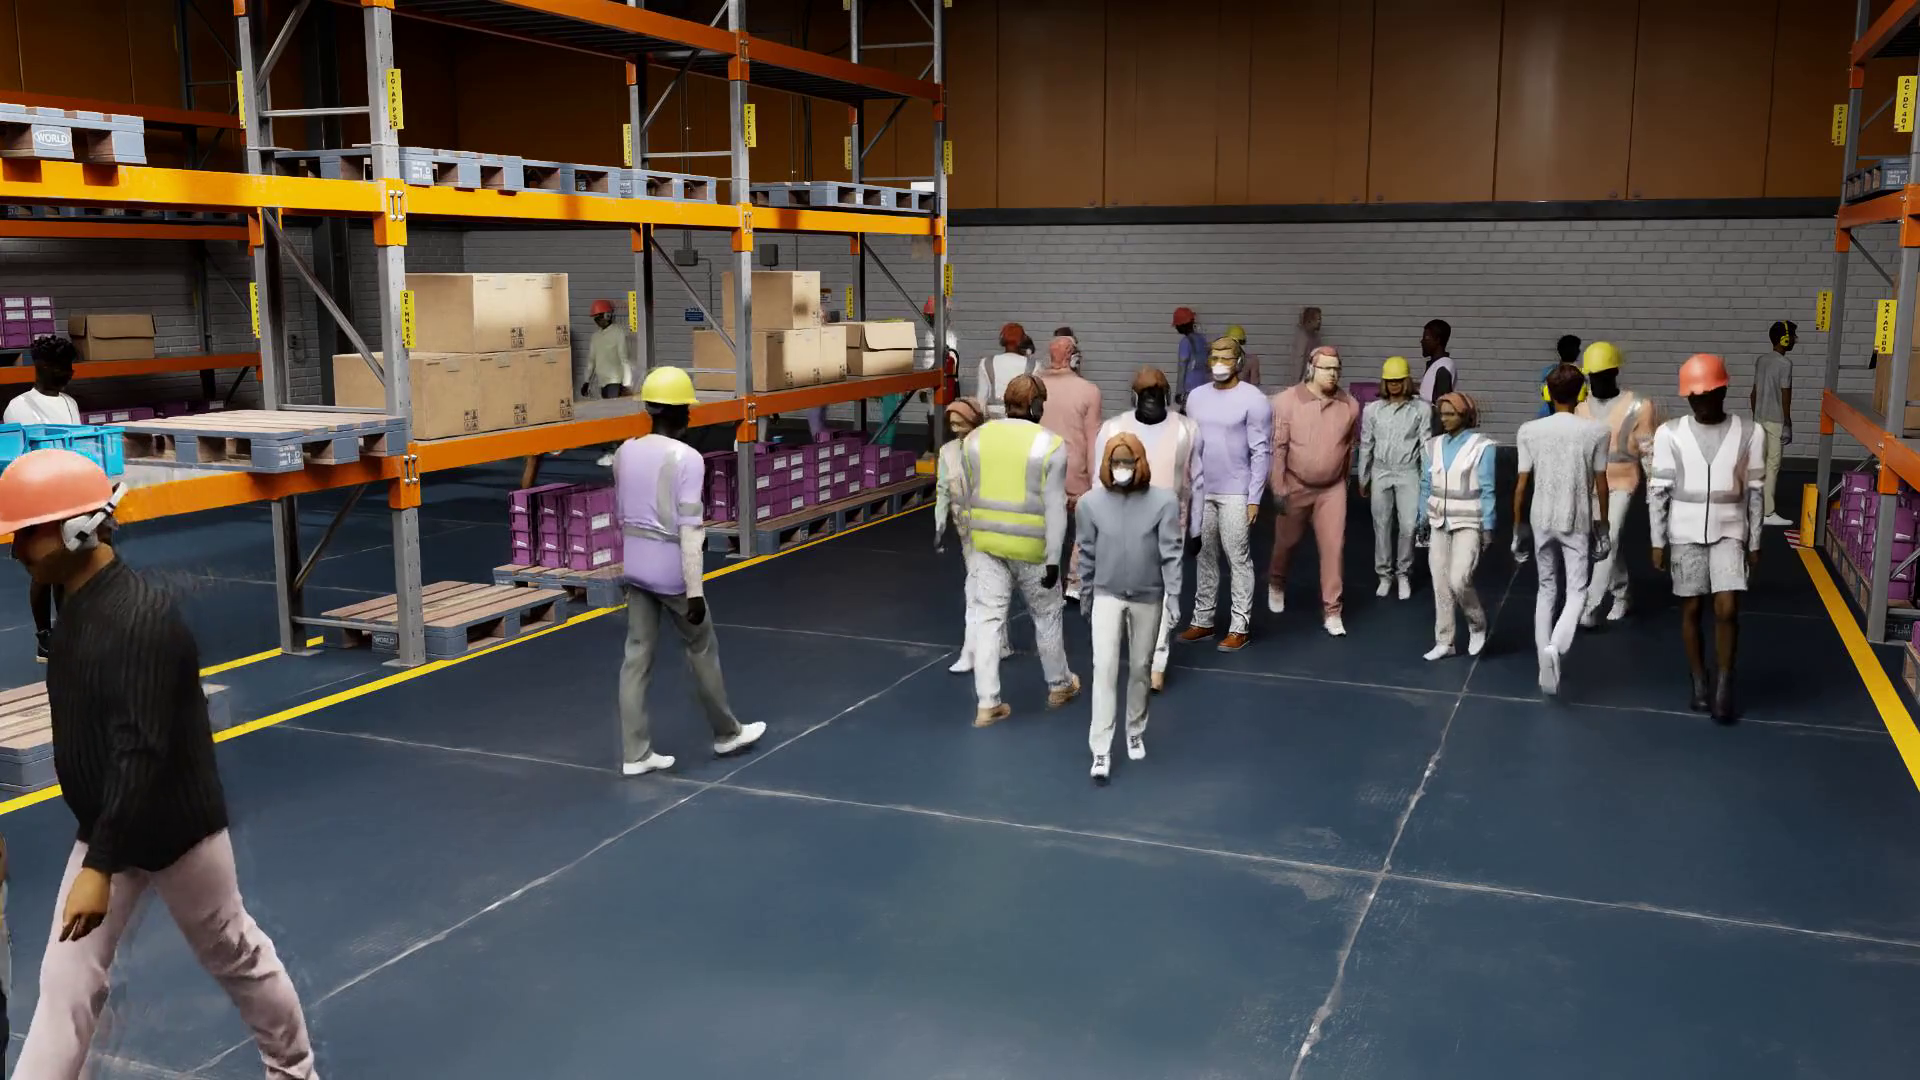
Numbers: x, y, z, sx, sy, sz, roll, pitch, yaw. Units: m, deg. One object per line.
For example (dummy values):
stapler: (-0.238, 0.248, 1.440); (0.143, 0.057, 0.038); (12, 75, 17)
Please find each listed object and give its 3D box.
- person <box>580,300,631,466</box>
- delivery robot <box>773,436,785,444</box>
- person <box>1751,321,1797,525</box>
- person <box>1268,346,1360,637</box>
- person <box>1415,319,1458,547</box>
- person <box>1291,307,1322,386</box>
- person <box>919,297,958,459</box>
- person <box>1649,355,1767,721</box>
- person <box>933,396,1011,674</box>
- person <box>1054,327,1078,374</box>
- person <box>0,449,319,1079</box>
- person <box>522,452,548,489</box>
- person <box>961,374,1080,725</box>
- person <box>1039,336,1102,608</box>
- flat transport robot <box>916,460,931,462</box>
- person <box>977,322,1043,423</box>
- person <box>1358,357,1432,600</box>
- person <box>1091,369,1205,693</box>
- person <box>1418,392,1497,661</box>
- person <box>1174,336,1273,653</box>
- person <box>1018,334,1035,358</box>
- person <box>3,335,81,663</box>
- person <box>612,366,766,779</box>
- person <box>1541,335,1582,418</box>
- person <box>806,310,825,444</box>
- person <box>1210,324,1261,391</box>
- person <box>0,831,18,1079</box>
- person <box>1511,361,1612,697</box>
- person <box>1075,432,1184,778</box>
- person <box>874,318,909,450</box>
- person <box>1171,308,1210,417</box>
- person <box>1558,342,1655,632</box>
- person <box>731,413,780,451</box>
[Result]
person: (-4.204, -1.851, 19.679); (0.710, 1.962, 0.613); (-8, 13, -42)
delivery robot: (-1.929, -0.856, 17.639); (0.707, 0.478, 0.477); (-9, 13, -43)
person: (7.454, -1.072, 15.258); (0.310, 1.868, 0.532); (-1, 9, -8)
person: (2.307, -0.361, 10.990); (0.632, 1.861, 0.993); (0, 9, -3)
person: (4.031, -0.896, 14.039); (0.391, 1.920, 0.587); (2, 10, 11)
person: (4.182, -1.937, 20.489); (0.806, 1.874, 0.648); (2, 10, 14)
person: (-0.175, -1.803, 19.301); (0.908, 2.017, 0.619); (4, 10, 23)
person: (3.880, -0.005, 8.669); (0.561, 1.905, 0.702); (4, 10, 25)
person: (0.062, -0.031, 9.705); (0.691, 1.602, 0.528); (-9, 13, -44)
person: (1.335, -1.843, 20.715); (0.429, 1.603, 0.523); (-4, 10, -21)
person: (-2.118, 0.735, 4.126); (0.631, 1.910, 1.101); (7, 11, 35)
person: (-3.954, -1.139, 15.500); (0.557, 1.916, 0.500); (8, 12, 40)
person: (0.345, 0.033, 8.778); (0.631, 1.801, 0.892); (5, 11, 27)
person: (0.731, -0.452, 11.425); (0.674, 1.887, 0.557); (6, 11, 30)
flat transport robot: (-0.806, -0.746, 18.111); (1.431, 0.197, 0.652); (0, 9, -2)
person: (0.450, -0.999, 14.805); (0.610, 1.869, 0.414); (1, 9, 7)
person: (3.077, -0.432, 11.806); (0.505, 1.724, 0.519); (3, 10, 19)
person: (1.062, -0.077, 9.463); (0.642, 1.792, 0.992); (2, 9, 9)
person: (2.939, -0.070, 9.904); (0.368, 1.622, 0.541); (-7, 11, -35)
person: (1.617, -0.283, 10.266); (0.630, 1.940, 0.370); (9, 13, 44)
person: (0.693, -1.556, 18.992); (0.739, 1.599, 0.517); (3, 10, 15)
person: (-5.420, -0.247, 9.988); (0.375, 1.959, 0.603); (0, 9, 0)
person: (-1.298, 0.136, 7.841); (0.612, 1.893, 0.871); (7, 12, 36)
person: (6.054, -1.186, 16.522); (0.551, 1.677, 0.624); (-5, 10, -25)
person: (-1.749, -1.864, 20.055); (0.509, 1.871, 0.663); (-6, 11, -33)
person: (2.976, -1.474, 18.056); (0.545, 1.749, 0.480); (0, 9, -1)
person: (-1.841, 0.989, 2.932); (0.661, 1.817, 0.684); (2, 10, 15)
person: (3.299, -0.055, 9.156); (0.525, 1.847, 0.739); (6, 11, 31)
person: (0.779, 0.307, 7.734); (0.510, 1.594, 0.827); (1, 9, 7)
person: (-0.787, -1.781, 19.917); (0.576, 1.734, 0.544); (5, 10, 26)
person: (2.814, -1.853, 20.049); (0.911, 1.884, 0.626); (6, 11, 32)
person: (4.228, -0.348, 10.873); (0.997, 1.875, 0.610); (-7, 12, -37)
person: (-2.064, -1.308, 16.649); (0.575, 1.882, 0.361); (-7, 12, -37)
